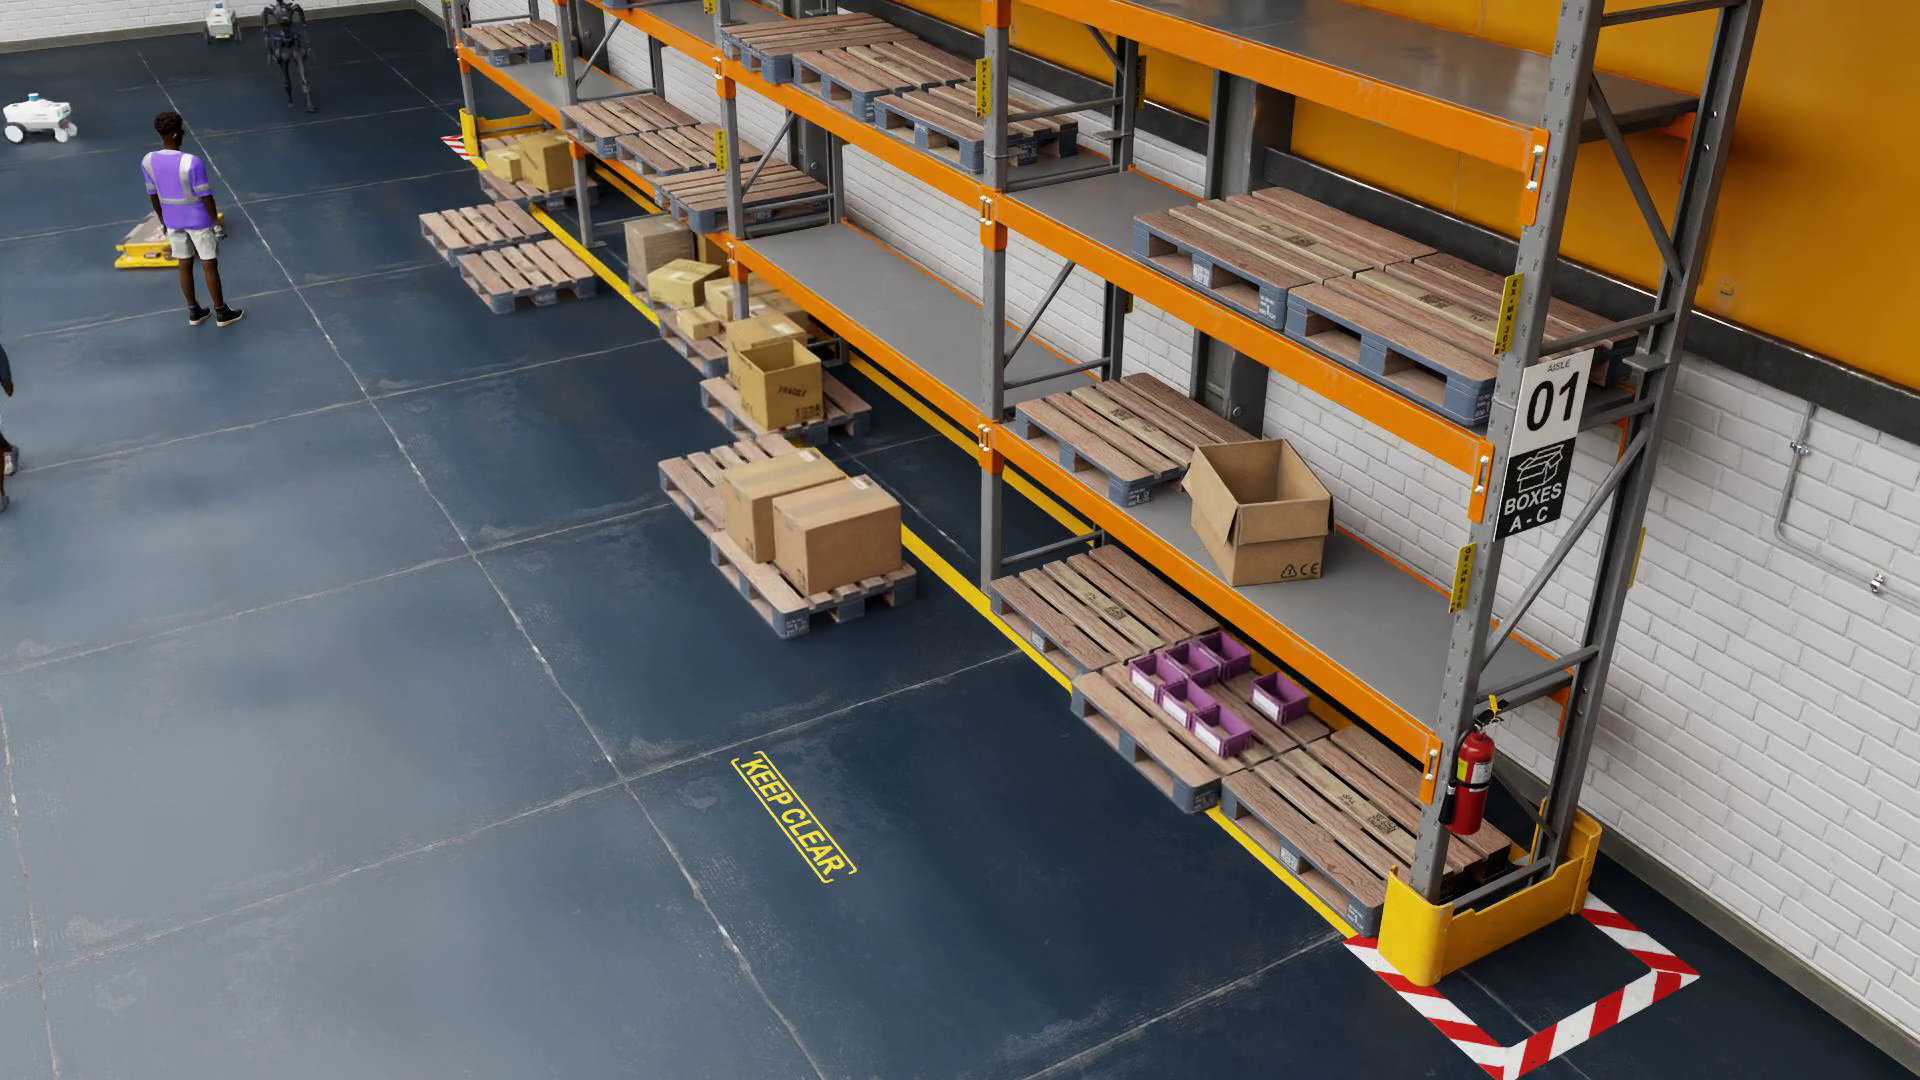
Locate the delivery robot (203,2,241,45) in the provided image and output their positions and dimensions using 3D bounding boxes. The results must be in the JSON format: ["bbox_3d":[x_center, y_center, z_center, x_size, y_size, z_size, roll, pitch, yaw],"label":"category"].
[{"bbox_3d":[-11.151,-7.817,25.129,0.499,0.581,0.774,-8,30,-13],"label":"delivery robot"}]

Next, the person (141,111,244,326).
[{"bbox_3d":[-6.948,-2.884,15.003,0.612,1.964,0.361,5,30,8],"label":"person"}]

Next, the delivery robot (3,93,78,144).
[{"bbox_3d":[-11.368,-5.213,20.520,0.750,0.570,0.499,-1,30,-1],"label":"delivery robot"}]

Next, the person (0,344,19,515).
[{"bbox_3d":[-7.209,-1.198,12.093,0.543,1.901,0.926,-3,30,-5],"label":"person"}]

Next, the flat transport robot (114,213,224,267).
[{"bbox_3d":[-8.151,-3.135,17.166,0.659,0.231,1.431,-3,30,-5],"label":"flat transport robot"}]

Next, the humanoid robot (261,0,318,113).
[{"bbox_3d":[-8.663,-6.355,21.469,0.608,1.625,0.771,-17,34,-28],"label":"humanoid robot"}]
